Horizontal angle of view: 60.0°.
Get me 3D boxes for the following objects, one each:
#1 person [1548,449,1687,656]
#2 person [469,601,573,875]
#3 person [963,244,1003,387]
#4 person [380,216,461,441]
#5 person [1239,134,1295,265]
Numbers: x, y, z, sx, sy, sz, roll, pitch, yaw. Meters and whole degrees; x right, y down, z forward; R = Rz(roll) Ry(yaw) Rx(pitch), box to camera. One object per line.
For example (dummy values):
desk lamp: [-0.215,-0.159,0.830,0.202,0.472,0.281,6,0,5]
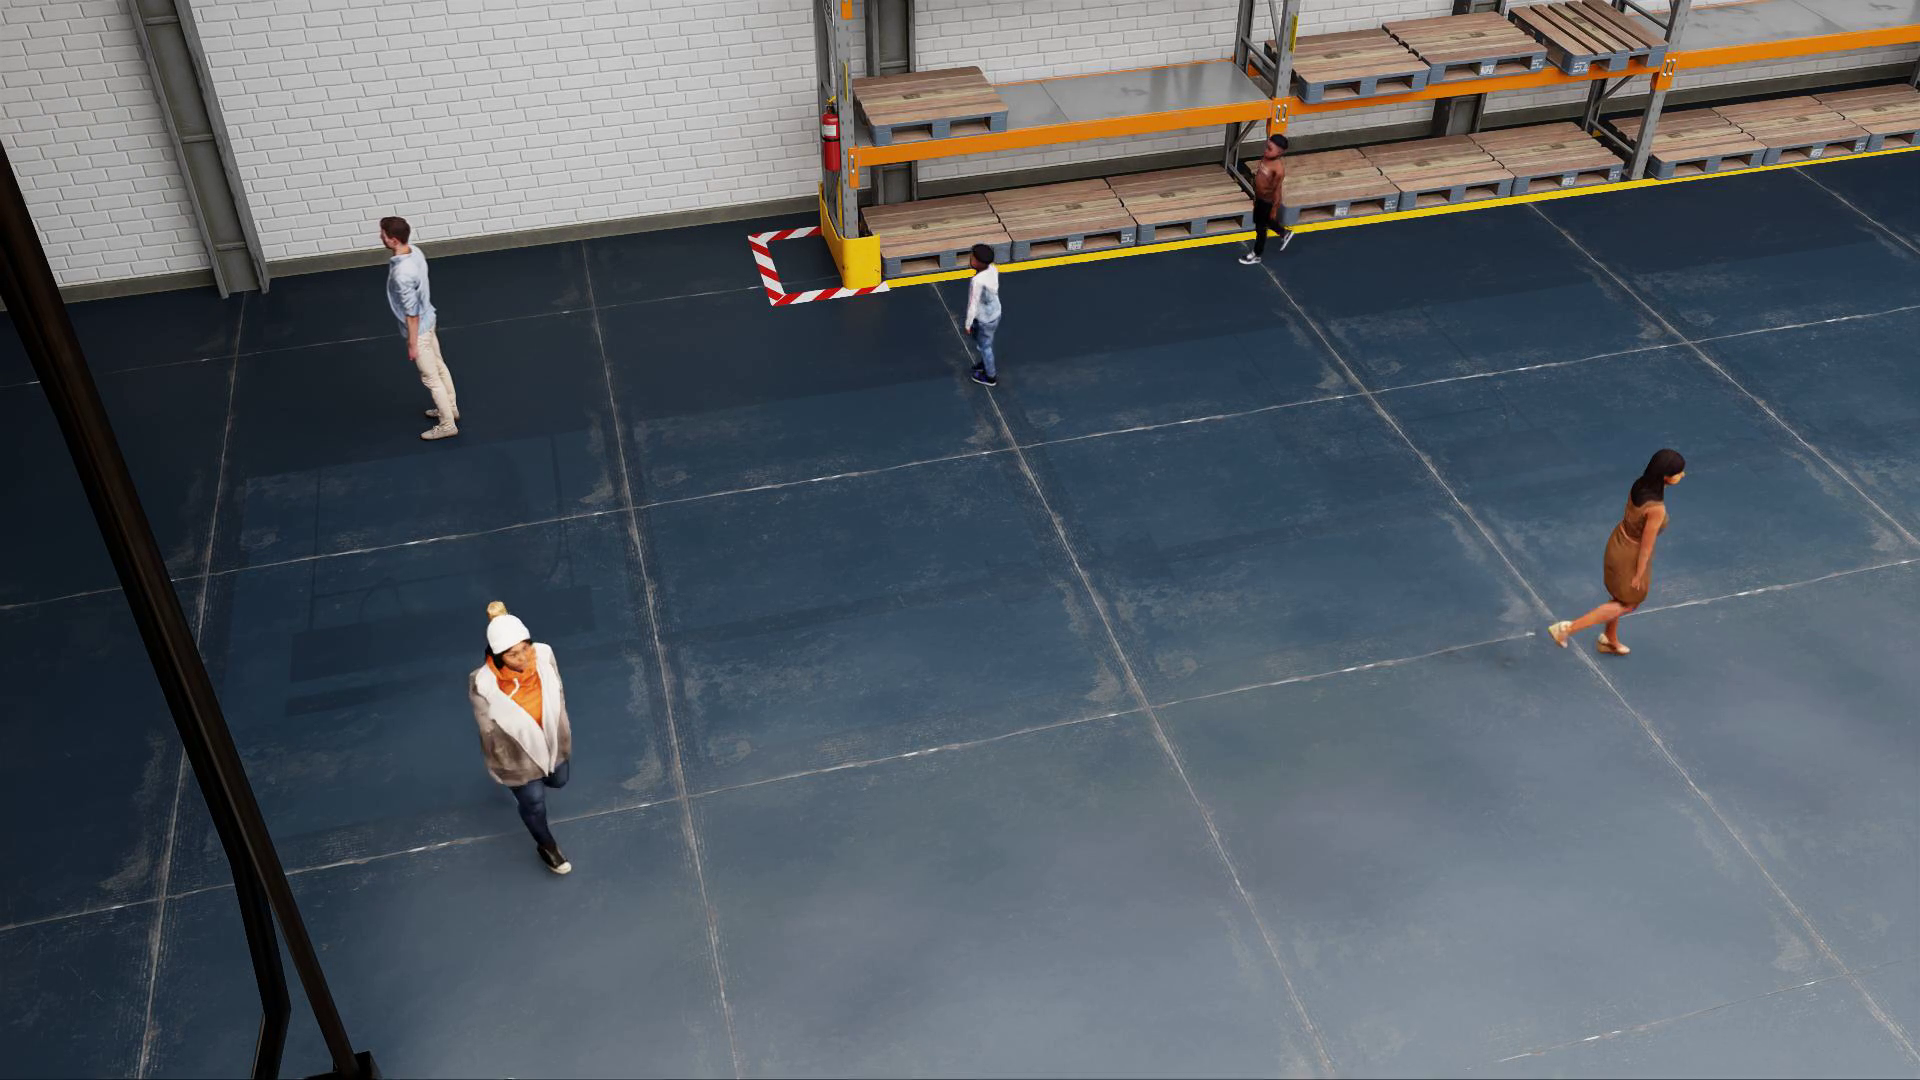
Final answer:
person: [4.195,0.120,10.623,0.905,1.673,0.727,2,39,3]
person: [-2.477,1.050,9.305,1.055,1.865,1.038,-31,48,-33]
person: [0.247,-1.799,13.365,0.653,1.249,0.595,18,42,22]
person: [-4.116,-1.619,12.661,0.590,1.847,0.687,-3,39,-4]
person: [2.823,-3.080,14.973,0.742,1.245,0.522,-10,40,-12]
